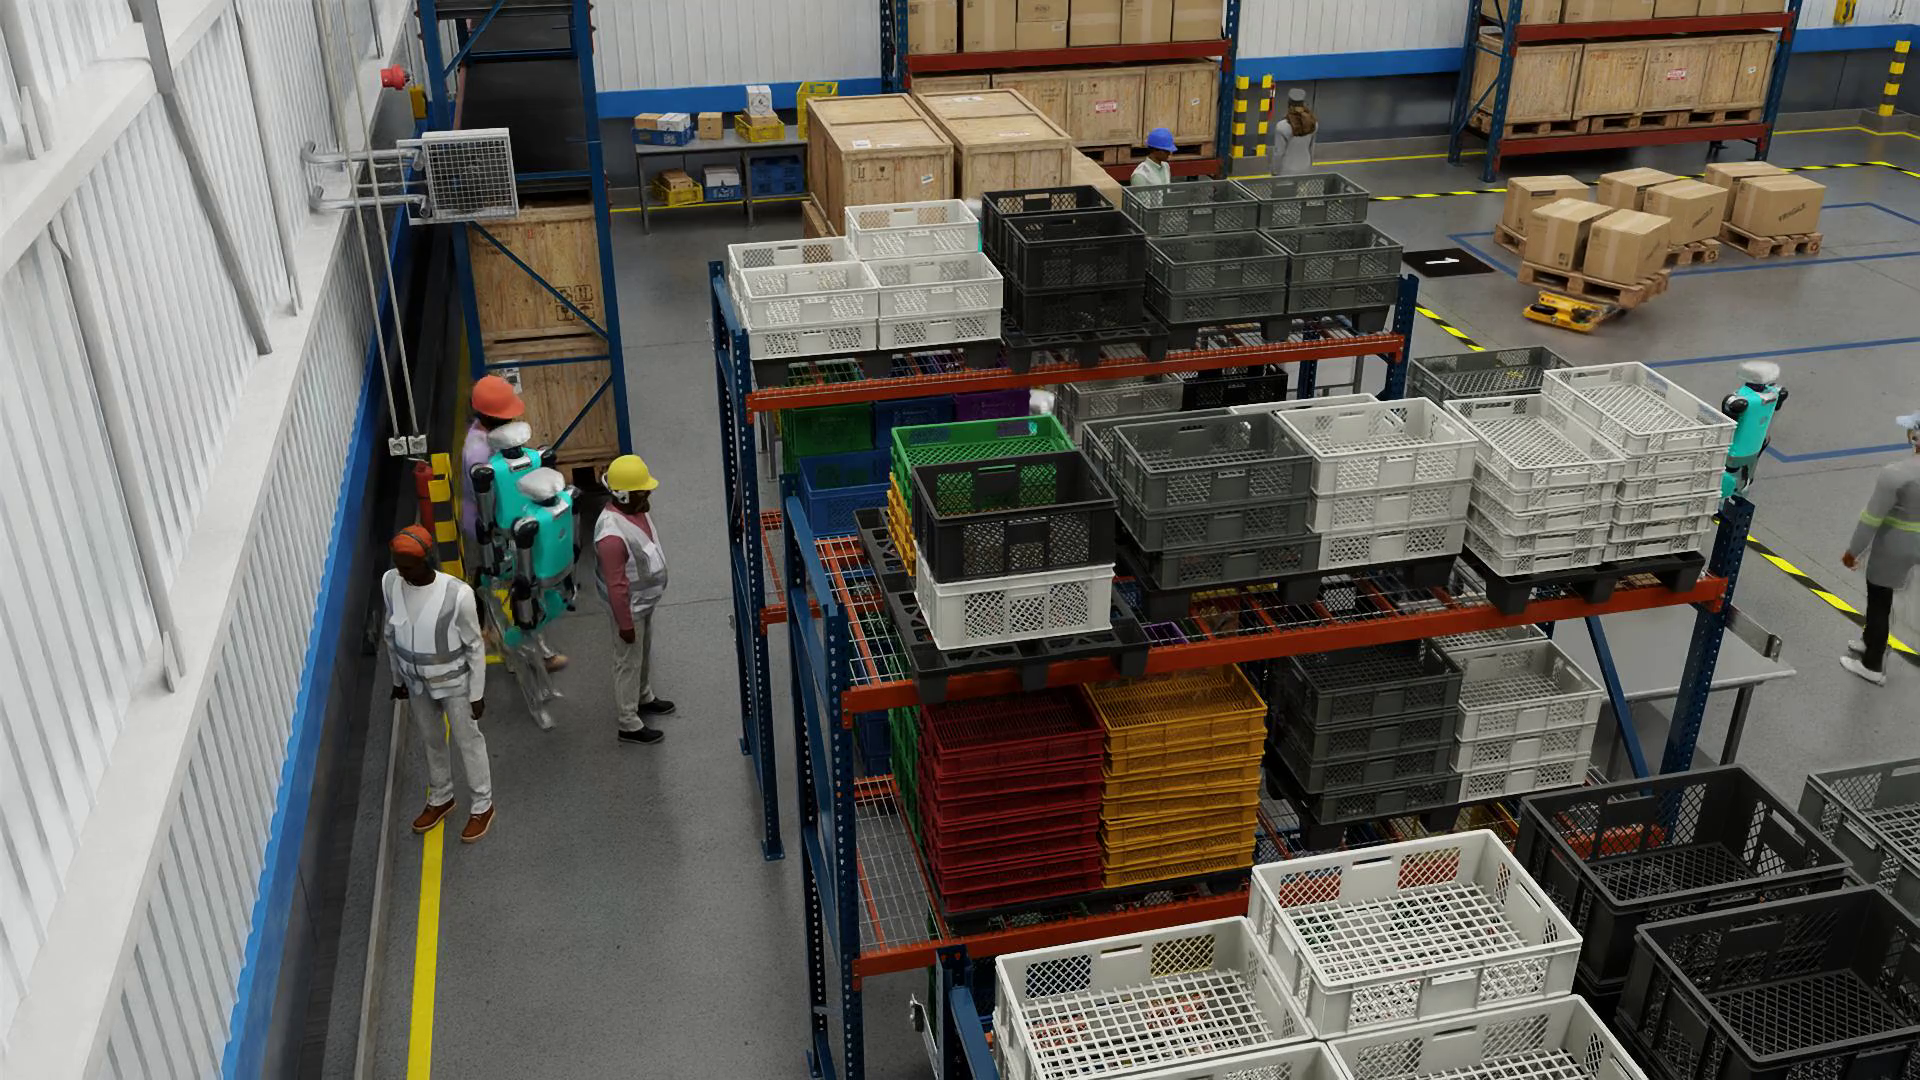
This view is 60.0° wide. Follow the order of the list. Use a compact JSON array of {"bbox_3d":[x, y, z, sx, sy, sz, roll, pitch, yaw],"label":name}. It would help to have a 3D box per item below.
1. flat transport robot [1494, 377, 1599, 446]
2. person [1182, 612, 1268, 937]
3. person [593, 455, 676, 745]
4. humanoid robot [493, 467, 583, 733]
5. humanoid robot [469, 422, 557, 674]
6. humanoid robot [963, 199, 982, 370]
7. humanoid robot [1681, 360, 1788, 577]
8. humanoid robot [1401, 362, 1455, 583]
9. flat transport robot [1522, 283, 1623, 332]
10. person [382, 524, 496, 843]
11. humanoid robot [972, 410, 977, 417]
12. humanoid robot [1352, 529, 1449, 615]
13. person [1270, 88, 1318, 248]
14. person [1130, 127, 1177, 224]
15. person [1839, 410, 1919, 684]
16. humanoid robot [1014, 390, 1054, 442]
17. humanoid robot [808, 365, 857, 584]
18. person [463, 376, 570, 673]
[{"bbox_3d":[4.780,-1.036,14.013,0.659,0.231,1.431,-6,28,-12],"label":"flat transport robot"},{"bbox_3d":[1.261,1.173,8.149,0.618,1.835,0.431,-21,34,-34],"label":"person"},{"bbox_3d":[-1.902,0.338,9.742,0.405,1.823,0.589,2,28,3],"label":"person"},{"bbox_3d":[-2.579,0.346,9.834,0.816,1.788,0.561,13,30,23],"label":"humanoid robot"},{"bbox_3d":[-2.817,-0.013,10.348,0.533,1.681,0.735,-20,34,-34],"label":"humanoid robot"},{"bbox_3d":[0.260,-2.069,14.398,0.909,1.766,0.544,4,28,8],"label":"humanoid robot"},{"bbox_3d":[5.035,-0.487,11.257,0.533,1.673,0.735,-15,31,-26],"label":"humanoid robot"},{"bbox_3d":[3.222,-0.443,11.380,0.386,1.648,0.600,0,28,0],"label":"humanoid robot"},{"bbox_3d":[6.268,-2.423,16.614,0.652,0.197,1.431,24,36,37],"label":"flat transport robot"},{"bbox_3d":[-2.786,0.760,8.869,0.573,1.887,0.355,9,29,17],"label":"person"},{"bbox_3d":[0.002,-0.197,10.914,0.590,1.647,0.393,21,34,34],"label":"humanoid robot"},{"bbox_3d":[2.723,0.190,10.167,0.603,1.647,0.377,-3,28,-6],"label":"humanoid robot"},{"bbox_3d":[3.592,-3.992,18.010,0.572,1.766,0.397,-16,32,-27],"label":"person"},{"bbox_3d":[1.829,-2.979,15.911,0.412,1.939,0.602,18,33,30],"label":"person"},{"bbox_3d":[5.791,-0.001,10.368,0.613,1.833,0.577,-8,29,-14],"label":"person"},{"bbox_3d":[0.250,-0.181,10.740,0.716,1.720,0.530,10,29,19],"label":"humanoid robot"},{"bbox_3d":[-0.837,-0.403,11.328,0.656,1.637,0.583,-23,36,-37],"label":"humanoid robot"},{"bbox_3d":[-2.862,-0.103,10.386,0.680,1.998,0.655,-5,28,-9],"label":"person"}]
